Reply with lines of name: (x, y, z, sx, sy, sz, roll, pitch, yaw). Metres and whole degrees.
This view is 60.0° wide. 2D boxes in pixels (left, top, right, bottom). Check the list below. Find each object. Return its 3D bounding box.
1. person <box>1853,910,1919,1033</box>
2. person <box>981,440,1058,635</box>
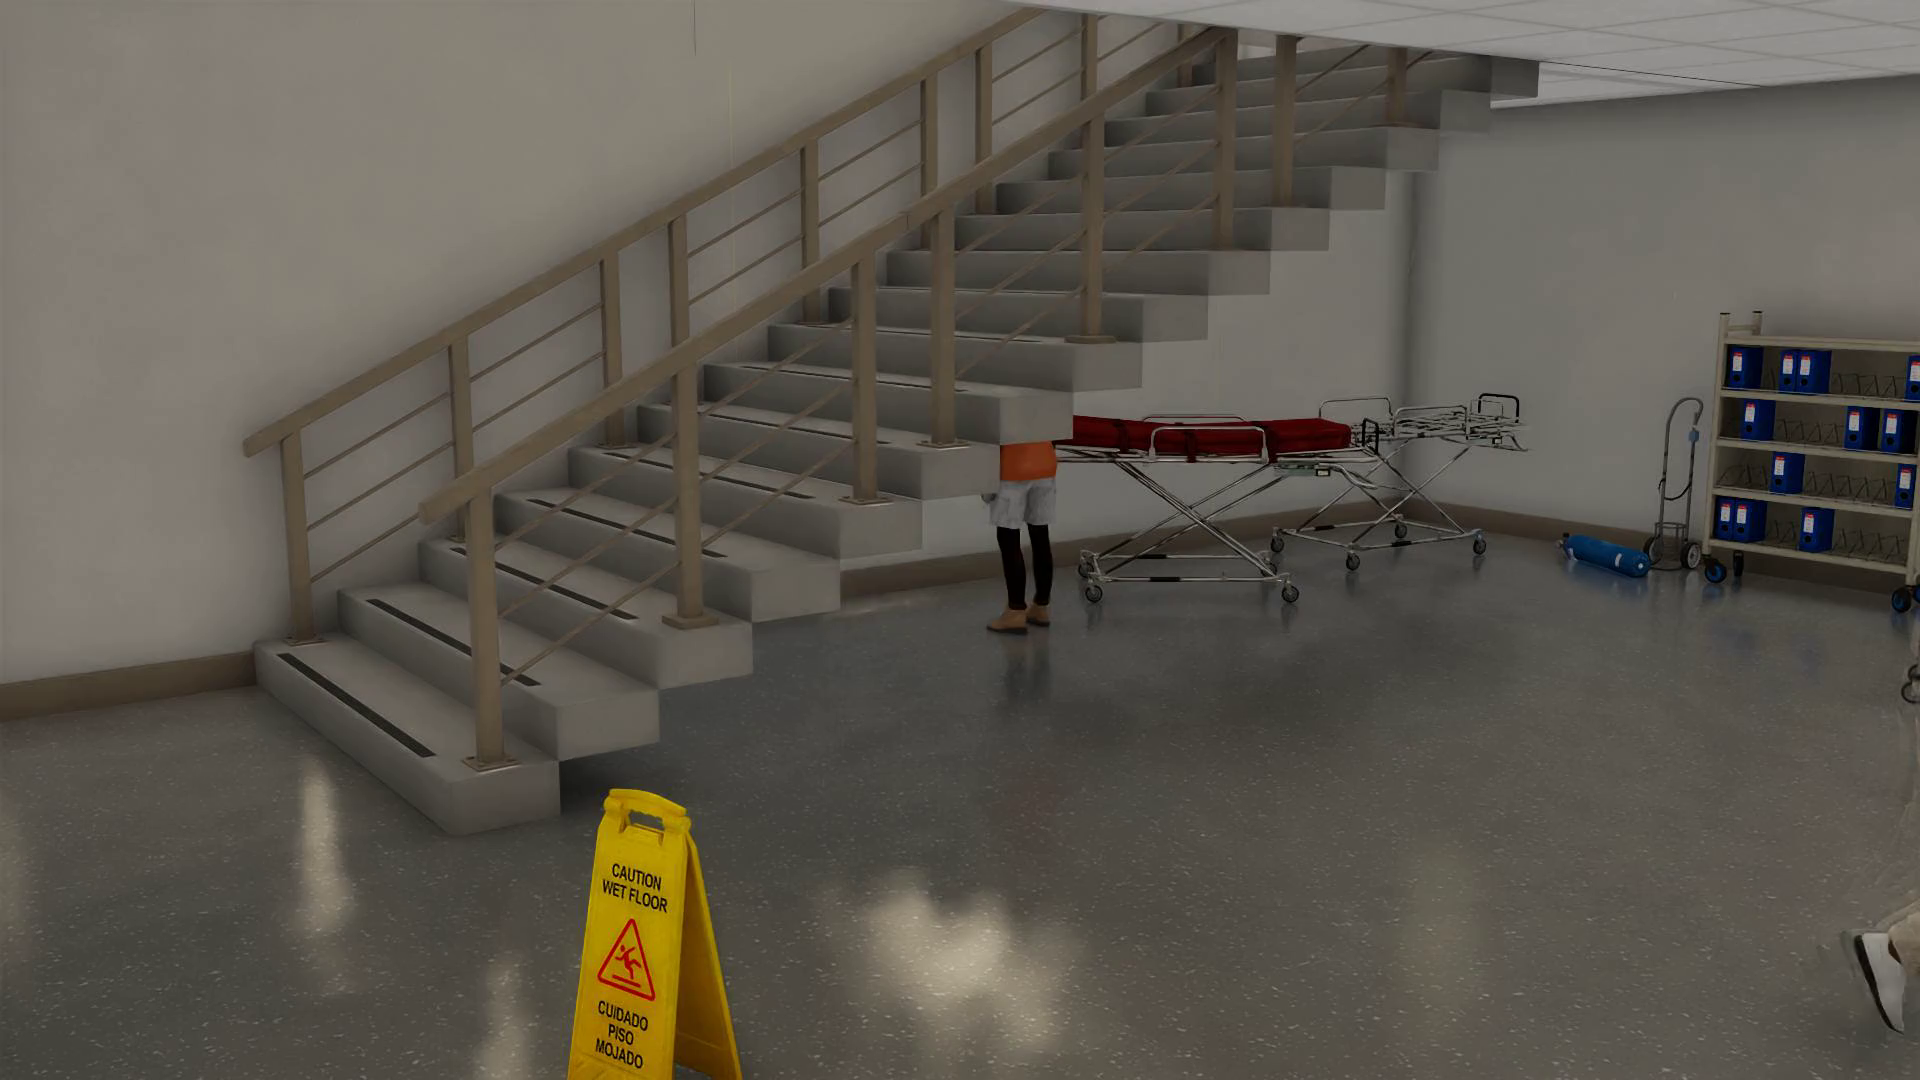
person: (2.580, 0.540, 3.961, 0.704, 1.615, 0.522, 8, 13, 40)
person: (0.329, -0.347, 8.849, 0.538, 1.697, 0.319, -9, 13, -41)
